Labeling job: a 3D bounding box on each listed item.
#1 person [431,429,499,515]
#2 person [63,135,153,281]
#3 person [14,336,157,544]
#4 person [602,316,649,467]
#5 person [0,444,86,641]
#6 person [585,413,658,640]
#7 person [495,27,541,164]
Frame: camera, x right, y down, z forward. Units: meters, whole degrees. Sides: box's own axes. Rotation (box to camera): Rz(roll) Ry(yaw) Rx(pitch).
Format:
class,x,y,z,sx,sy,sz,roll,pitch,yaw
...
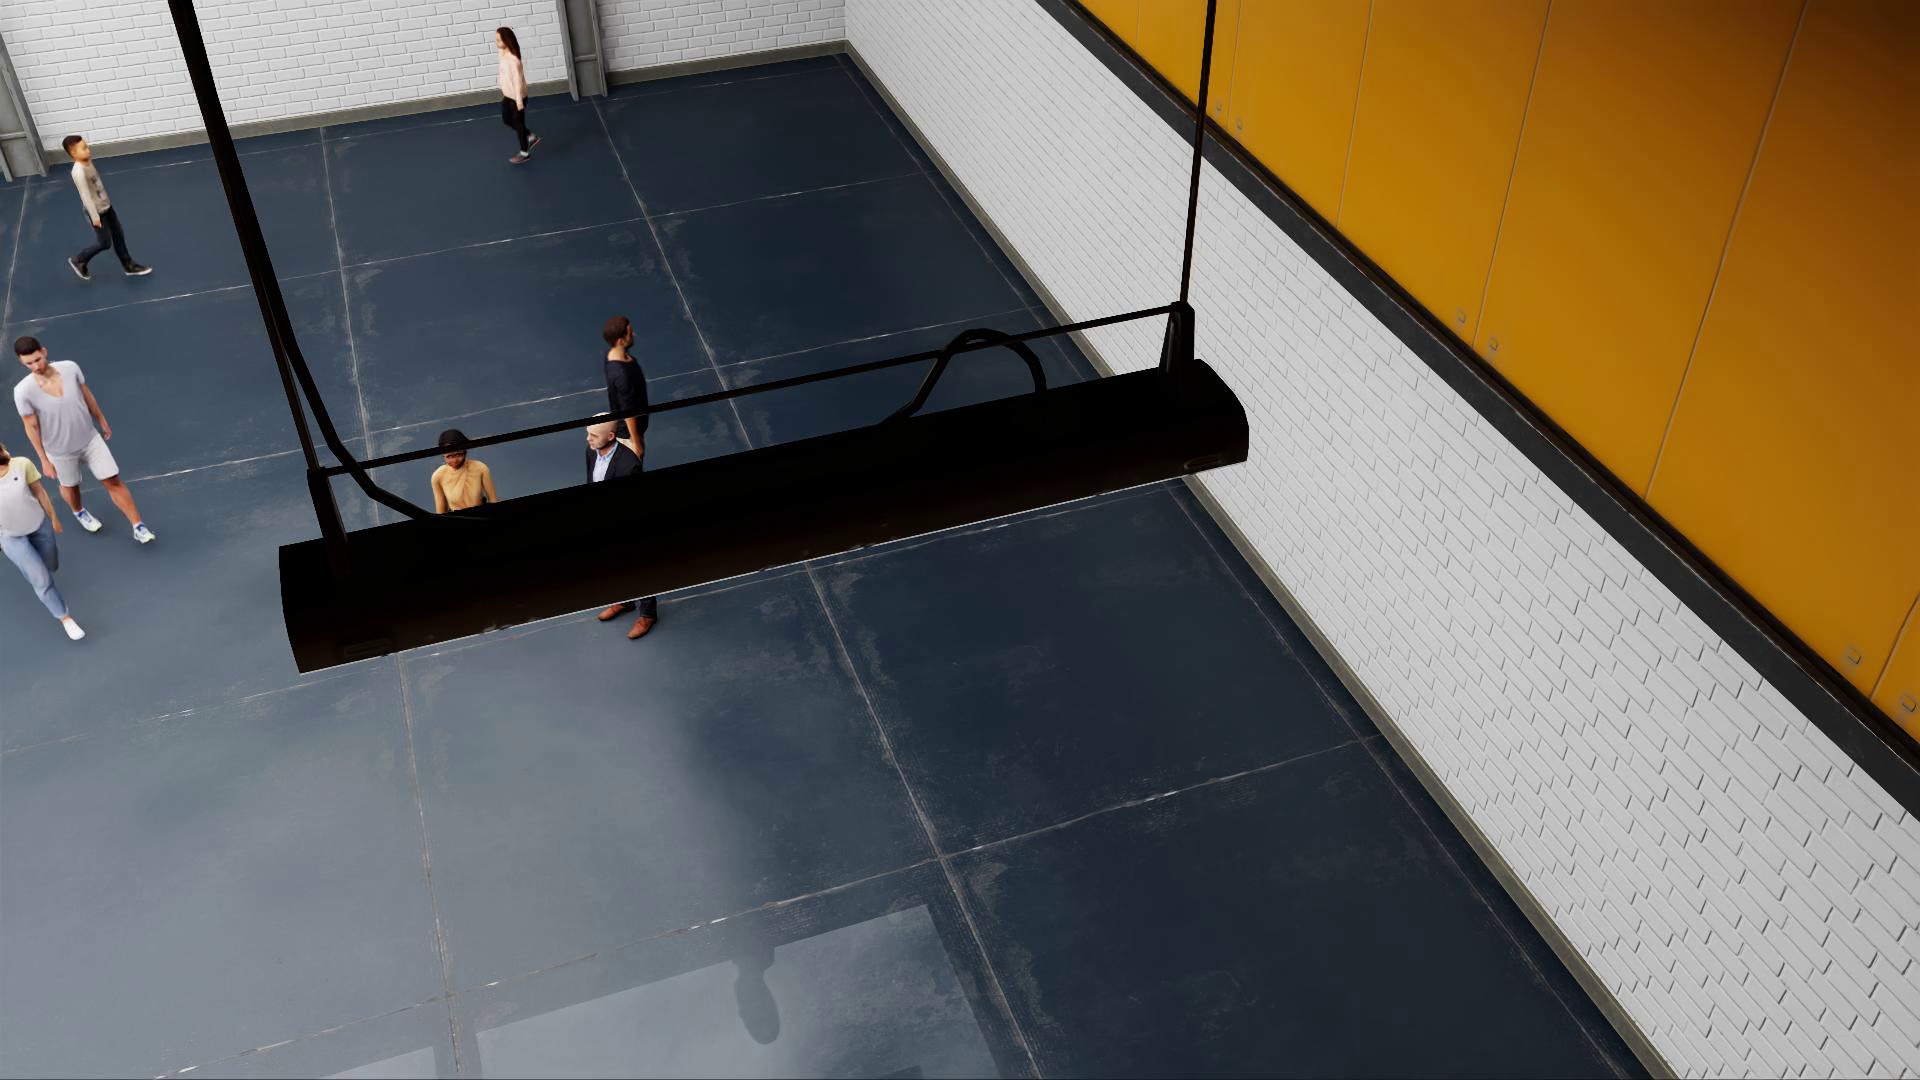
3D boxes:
class,x,y,z,sx,sy,sz,roll,pitch,yaw
person,-3.421,-0.098,11.663,0.712,1.641,0.652,-11,40,-13
person,-8.127,-3.078,15.550,0.918,1.447,0.643,-7,39,-9
person,-6.667,-0.763,12.368,1.213,1.800,1.222,23,44,26
person,-2.491,-0.838,12.423,0.543,1.849,0.632,-12,40,-14
person,-6.564,-0.092,11.606,1.073,1.703,0.968,-31,48,-33
person,-2.366,-0.130,11.576,0.779,1.799,0.777,26,46,29
person,-4.661,-4.720,17.582,0.717,1.476,0.669,-25,45,-28
